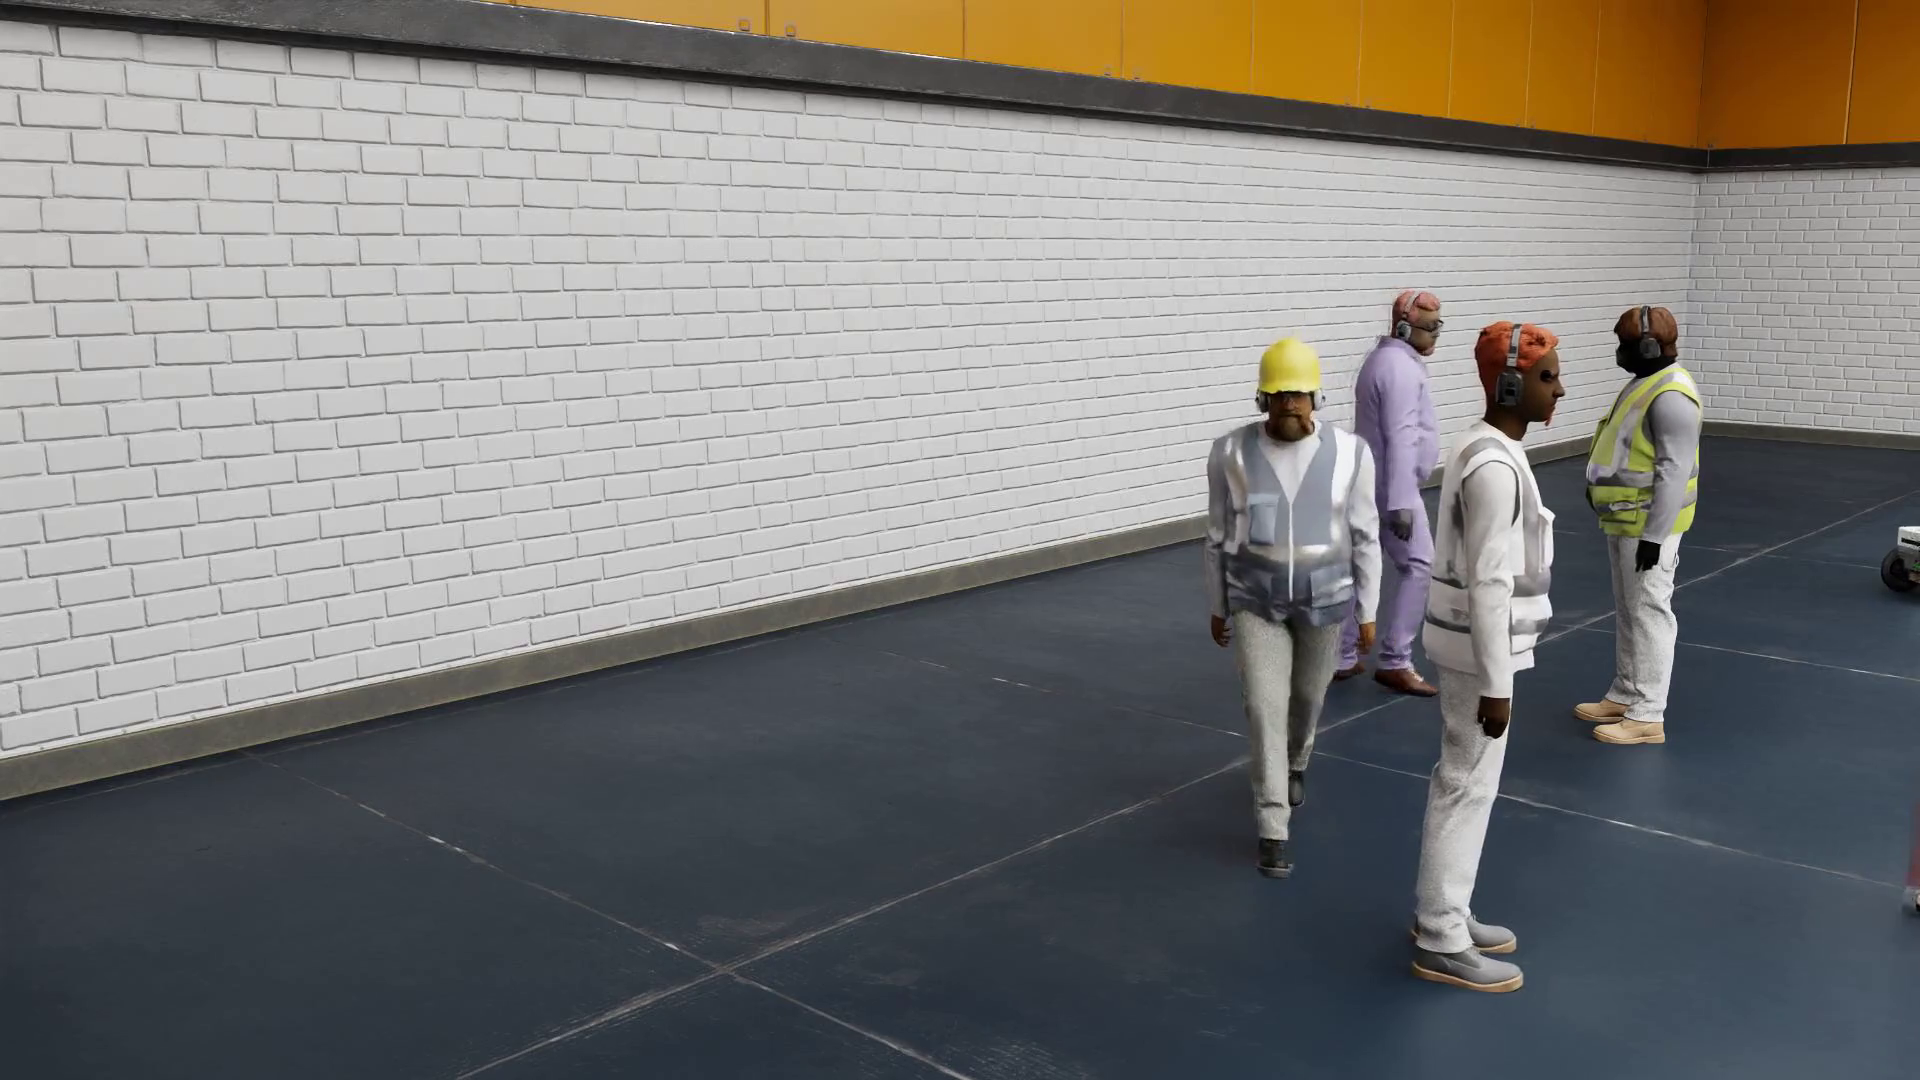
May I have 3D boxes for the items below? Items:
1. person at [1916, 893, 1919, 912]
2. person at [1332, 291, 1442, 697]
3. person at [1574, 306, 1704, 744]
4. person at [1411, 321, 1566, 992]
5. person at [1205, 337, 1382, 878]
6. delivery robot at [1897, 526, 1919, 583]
[{"bbox_3d":[3.411,0.357,4.972,0.946,1.708,0.540,1,10,3],"label":"person"},{"bbox_3d":[2.026,-0.212,7.752,0.541,1.873,0.734,0,10,2],"label":"person"},{"bbox_3d":[2.859,-0.062,7.018,0.430,1.839,0.619,2,10,10],"label":"person"},{"bbox_3d":[1.483,0.328,4.704,0.343,1.878,0.578,3,10,15],"label":"person"},{"bbox_3d":[1.156,0.176,5.827,0.601,1.788,0.933,1,10,7],"label":"person"},{"bbox_3d":[5.956,0.032,9.840,0.707,0.478,0.477,-2,9,-6],"label":"delivery robot"}]
